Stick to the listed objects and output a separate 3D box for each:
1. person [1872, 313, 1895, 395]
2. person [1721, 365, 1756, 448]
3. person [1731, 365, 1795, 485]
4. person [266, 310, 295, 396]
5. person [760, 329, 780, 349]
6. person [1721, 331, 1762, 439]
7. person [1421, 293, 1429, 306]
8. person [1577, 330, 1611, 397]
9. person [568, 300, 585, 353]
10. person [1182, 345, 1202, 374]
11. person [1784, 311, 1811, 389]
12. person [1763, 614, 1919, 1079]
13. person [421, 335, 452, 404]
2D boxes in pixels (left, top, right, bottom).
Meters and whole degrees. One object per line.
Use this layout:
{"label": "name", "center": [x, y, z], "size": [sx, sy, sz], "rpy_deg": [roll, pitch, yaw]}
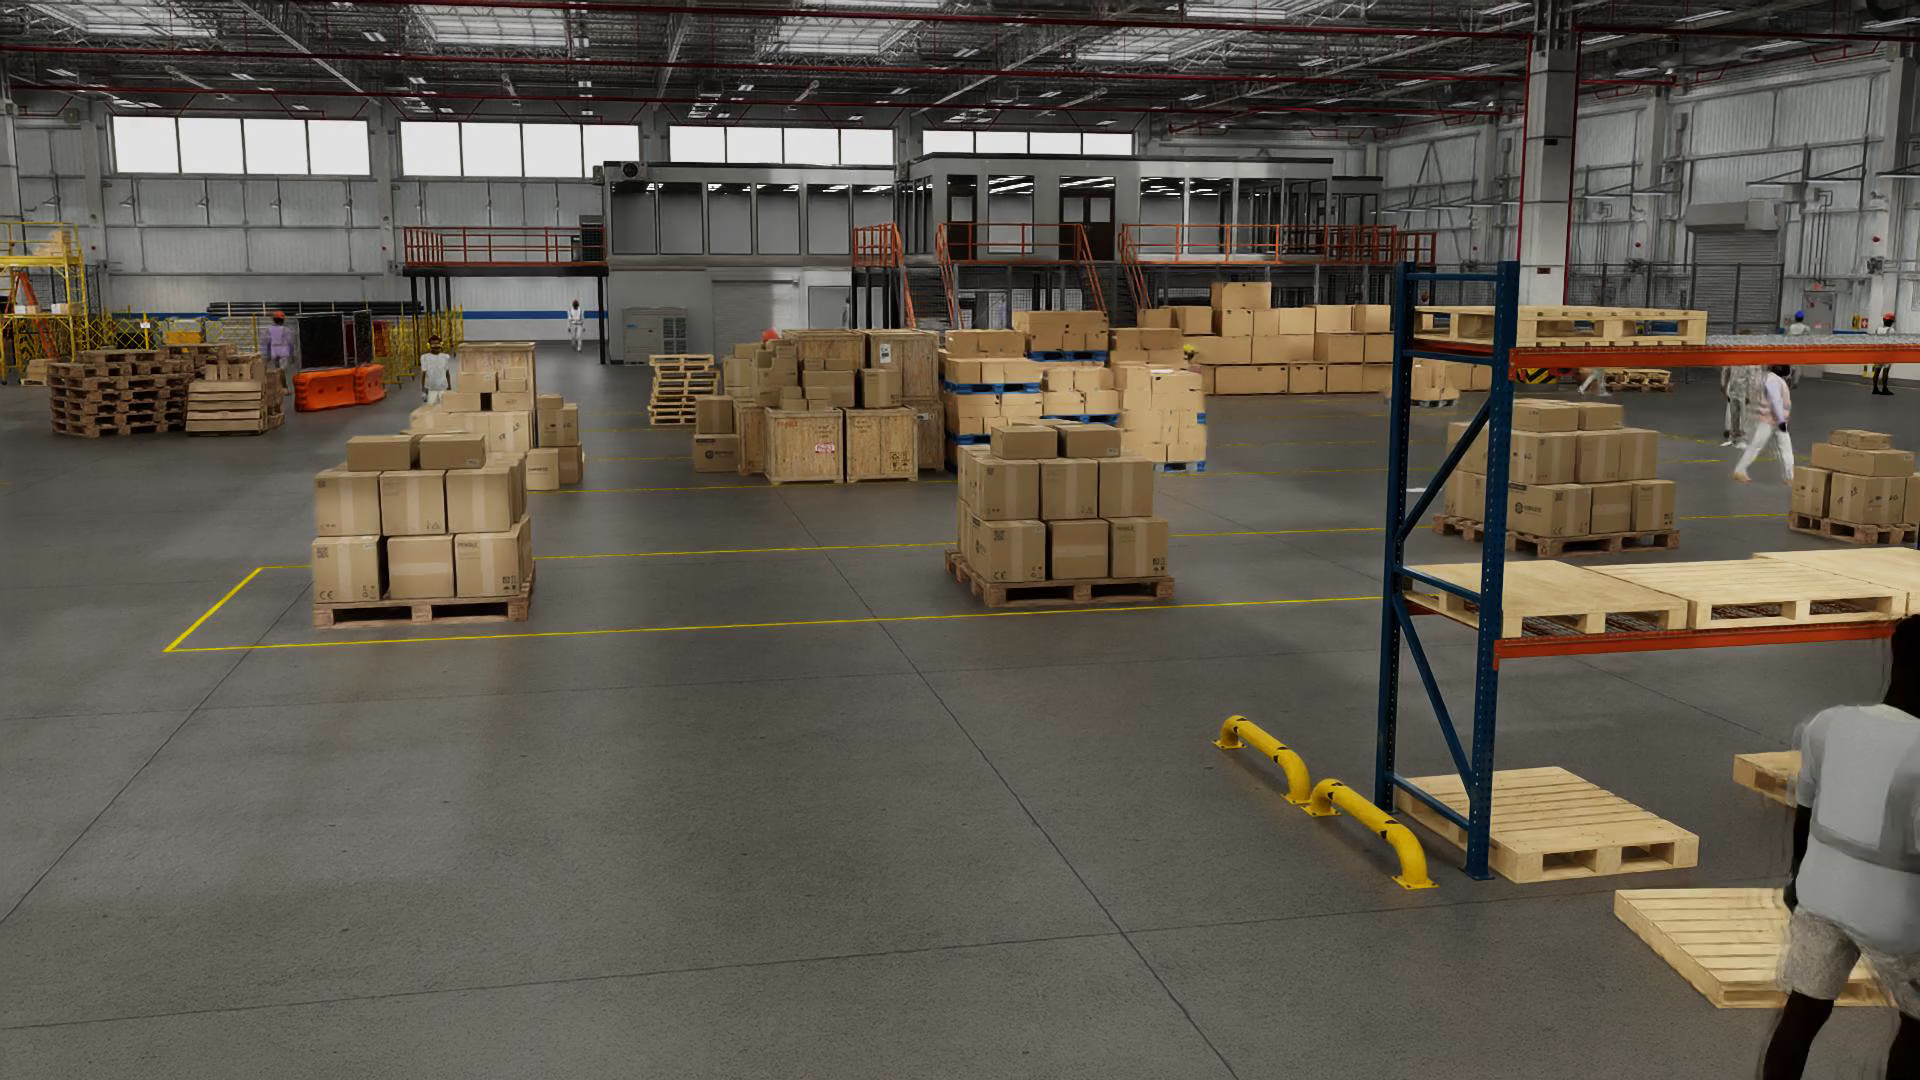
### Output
{"label": "person", "center": [21.809, -4.379, 39.210], "size": [0.375, 1.928, 0.542], "rpy_deg": [-3, 10, -19]}
{"label": "person", "center": [13.009, -2.405, 27.743], "size": [0.299, 1.743, 0.486], "rpy_deg": [-3, 10, -19]}
{"label": "person", "center": [11.245, -1.653, 23.034], "size": [0.980, 1.798, 0.617], "rpy_deg": [8, 12, 40]}
{"label": "person", "center": [-15.808, -4.319, 38.617], "size": [0.616, 2.013, 0.916], "rpy_deg": [1, 9, 8]}
{"label": "person", "center": [-3.073, -2.443, 27.204], "size": [0.388, 1.992, 0.625], "rpy_deg": [0, 9, -2]}
{"label": "person", "center": [13.729, -2.720, 29.245], "size": [0.639, 1.885, 1.002], "rpy_deg": [4, 10, 25]}
{"label": "person", "center": [18.122, -8.622, 64.869], "size": [0.375, 1.995, 0.611], "rpy_deg": [4, 10, 22]}
{"label": "person", "center": [14.760, -4.256, 38.583], "size": [0.870, 1.897, 0.589], "rpy_deg": [-2, 9, -10]}
{"label": "person", "center": [-13.453, -7.487, 58.355], "size": [0.583, 1.871, 0.472], "rpy_deg": [-2, 10, -15]}
{"label": "person", "center": [3.708, -2.336, 27.357], "size": [0.538, 1.736, 0.769], "rpy_deg": [-5, 10, -27]}
{"label": "person", "center": [20.693, -4.700, 41.140], "size": [0.643, 1.933, 0.437], "rpy_deg": [6, 11, 33]}
{"label": "person", "center": [2.985, 1.171, 5.373], "size": [0.849, 1.916, 0.757], "rpy_deg": [-3, 10, -20]}
{"label": "person", "center": [-8.813, -2.516, 28.036], "size": [0.533, 1.868, 0.310], "rpy_deg": [-6, 11, -34]}
